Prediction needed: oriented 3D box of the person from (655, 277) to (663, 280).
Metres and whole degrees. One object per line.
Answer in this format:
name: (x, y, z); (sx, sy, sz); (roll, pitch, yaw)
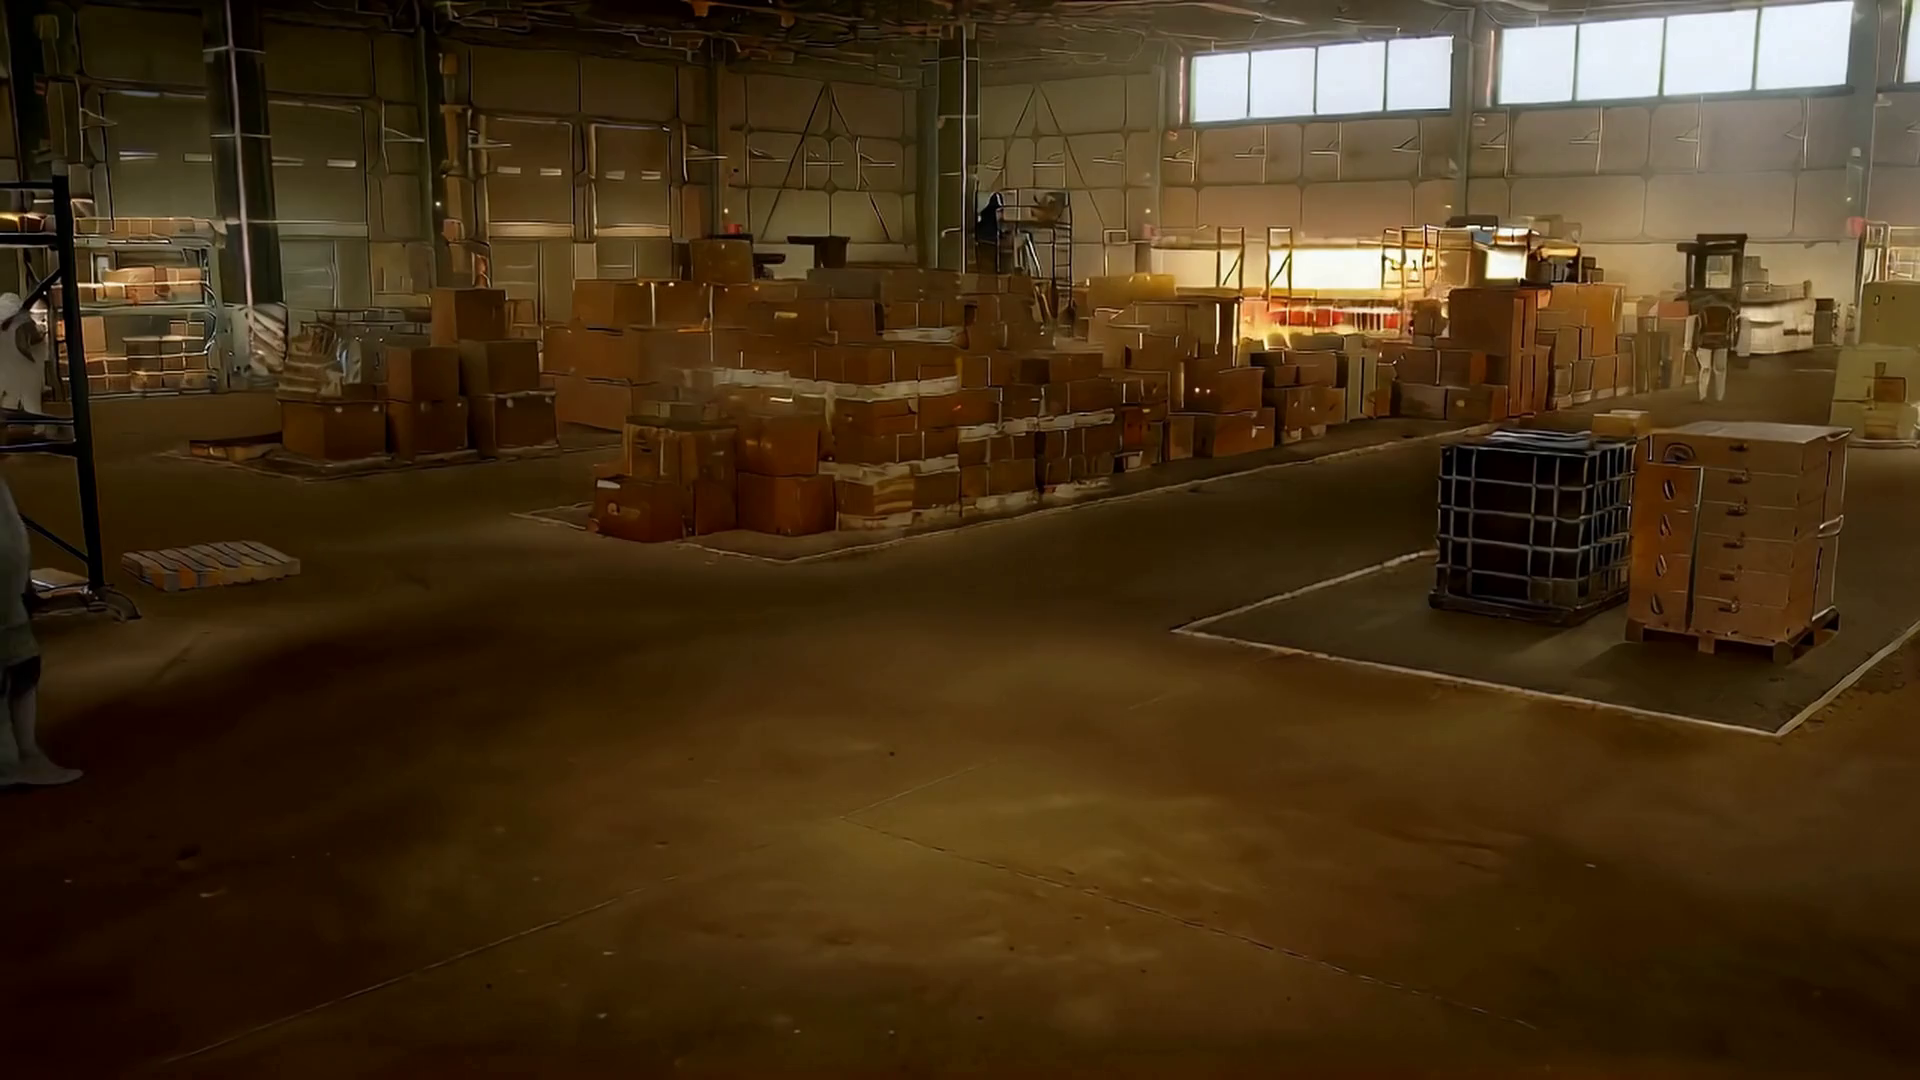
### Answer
person: (-6.508, -4.725, 36.023); (0.635, 1.928, 0.383); (-4, 11, -23)

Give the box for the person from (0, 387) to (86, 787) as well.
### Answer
person: (-4.510, 0.227, 7.791); (0.474, 1.957, 0.640); (-7, 12, -35)

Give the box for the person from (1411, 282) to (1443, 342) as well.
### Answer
person: (8.907, -3.992, 31.939); (0.657, 1.883, 1.027); (7, 12, 36)

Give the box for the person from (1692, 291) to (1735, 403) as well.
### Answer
person: (12.388, -3.164, 27.368); (0.634, 1.839, 0.429); (3, 10, 17)

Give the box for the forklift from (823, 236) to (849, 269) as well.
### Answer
forklift: (-2.943, -5.851, 39.703); (1.873, 2.768, 1.129); (2, 10, 14)

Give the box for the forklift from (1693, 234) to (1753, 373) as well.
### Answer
forklift: (15.643, -4.916, 34.384); (1.129, 2.768, 1.873); (8, 13, 40)

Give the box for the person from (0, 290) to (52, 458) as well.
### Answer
person: (-11.500, -2.023, 20.301); (0.682, 2.000, 0.537); (-2, 10, -12)

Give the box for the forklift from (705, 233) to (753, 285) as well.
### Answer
forklift: (-4.442, -4.533, 32.201); (1.873, 2.768, 1.129); (8, 13, 40)

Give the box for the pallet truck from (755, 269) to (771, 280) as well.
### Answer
pallet truck: (-4.996, -6.432, 45.525); (1.885, 1.965, 0.823); (-6, 12, -32)
